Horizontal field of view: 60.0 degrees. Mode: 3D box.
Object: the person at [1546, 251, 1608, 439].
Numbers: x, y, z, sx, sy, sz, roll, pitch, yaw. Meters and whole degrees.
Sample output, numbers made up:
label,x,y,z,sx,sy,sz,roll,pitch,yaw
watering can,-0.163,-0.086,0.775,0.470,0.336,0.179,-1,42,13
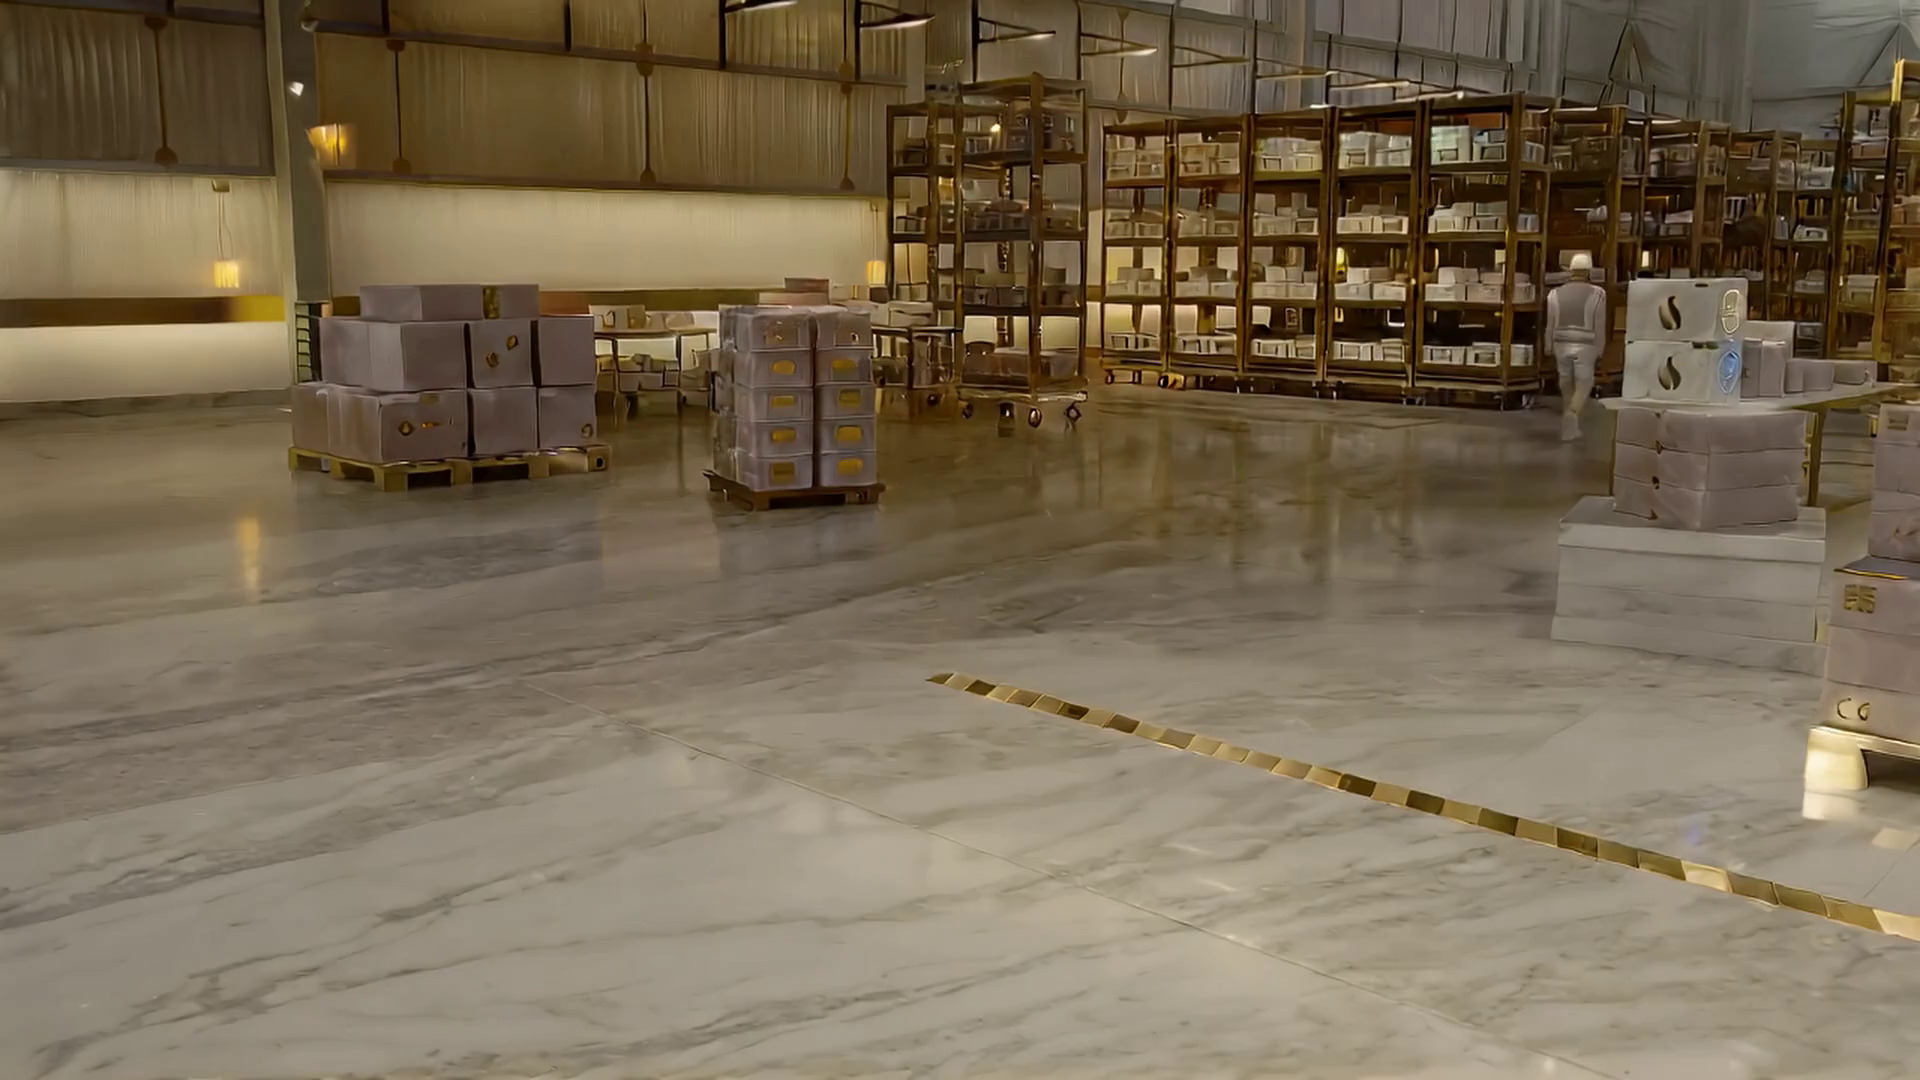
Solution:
label,x,y,z,sx,sy,sz,roll,pitch,yaw
person,5.871,-1.845,15.906,0.599,1.812,0.530,8,12,39
